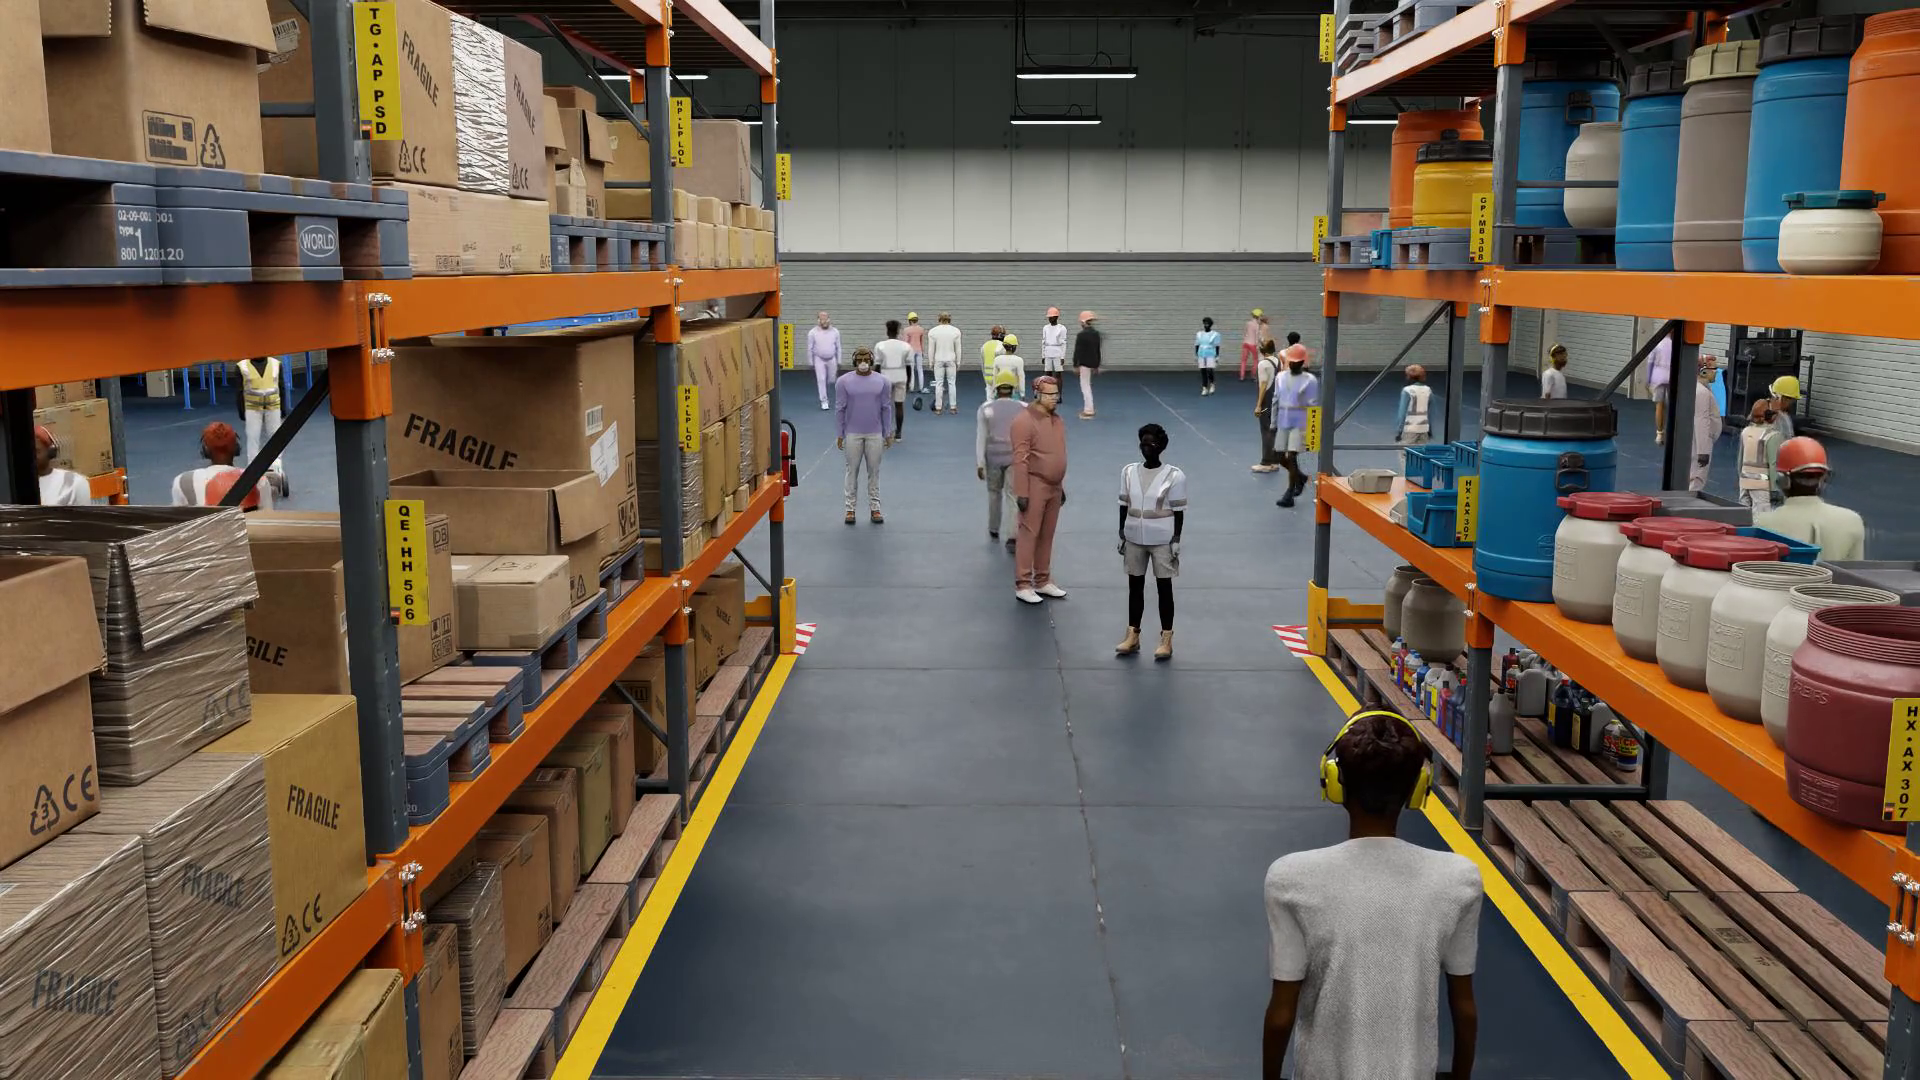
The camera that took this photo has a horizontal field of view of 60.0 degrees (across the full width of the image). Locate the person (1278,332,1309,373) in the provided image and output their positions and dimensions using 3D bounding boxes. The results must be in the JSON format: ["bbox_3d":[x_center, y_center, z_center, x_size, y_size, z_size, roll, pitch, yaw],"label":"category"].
[{"bbox_3d":[5.639,-2.708,28.325,0.553,1.671,0.683,0,9,2],"label":"person"}]

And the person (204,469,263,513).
[{"bbox_3d":[-3.281,0.599,7.809,0.569,1.920,0.605,-1,10,-5],"label":"person"}]

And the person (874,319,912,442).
[{"bbox_3d":[-1.091,-2.557,26.642,0.639,1.947,0.516,-1,10,-9],"label":"person"}]

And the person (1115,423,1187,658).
[{"bbox_3d":[1.378,0.001,12.062,0.536,1.700,0.318,6,11,30],"label":"person"}]

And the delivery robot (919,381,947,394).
[{"bbox_3d":[-0.528,-2.968,32.333,0.335,0.223,0.698,6,12,34],"label":"delivery robot"}]

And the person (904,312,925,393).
[{"bbox_3d":[-1.022,-4.118,36.539,0.531,1.765,0.327,-6,11,-31],"label":"person"}]

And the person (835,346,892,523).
[{"bbox_3d":[-1.061,-1.163,18.316,0.634,1.939,0.367,-2,10,-11],"label":"person"}]

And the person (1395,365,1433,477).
[{"bbox_3d":[5.507,-1.301,20.073,0.629,1.625,0.320,-6,11,-33],"label":"person"}]

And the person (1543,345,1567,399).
[{"bbox_3d":[7.400,-1.480,20.519,0.429,1.846,0.558,8,12,39],"label":"person"}]

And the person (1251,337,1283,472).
[{"bbox_3d":[4.210,-1.854,22.744,0.350,1.843,0.506,9,13,43],"label":"person"}]

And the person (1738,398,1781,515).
[{"bbox_3d":[7.189,-0.456,14.975,0.305,1.639,0.522,-2,10,-9],"label":"person"}]

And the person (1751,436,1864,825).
[{"bbox_3d":[4.214,0.462,8.447,0.646,1.979,0.437,0,9,-2],"label":"person"}]

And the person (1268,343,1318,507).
[{"bbox_3d":[3.955,-1.365,19.601,0.567,1.913,0.599,9,13,42],"label":"person"}]

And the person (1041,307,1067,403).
[{"bbox_3d":[1.896,-3.764,33.898,0.552,1.937,0.356,6,11,31],"label":"person"}]

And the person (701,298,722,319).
[{"bbox_3d":[-6.150,-5.001,41.127,0.945,2.000,0.677,4,10,22],"label":"person"}]

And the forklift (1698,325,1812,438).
[{"bbox_3d":[13.248,-3.165,27.620,1.129,2.768,1.873,0,9,1],"label":"forklift"}]

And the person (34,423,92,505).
[{"bbox_3d":[-5.666,0.212,10.306,0.578,1.871,0.423,1,10,4],"label":"person"}]

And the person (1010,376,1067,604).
[{"bbox_3d":[0.702,-0.434,14.050,0.402,1.904,0.652,7,12,36],"label":"person"}]

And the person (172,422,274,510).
[{"bbox_3d":[-4.579,0.192,10.414,0.630,1.860,0.644,-2,10,-13],"label":"person"}]

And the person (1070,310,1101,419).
[{"bbox_3d":[2.265,-3.209,30.476,0.597,1.975,0.617,7,12,38],"label":"person"}]

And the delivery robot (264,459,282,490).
[{"bbox_3d":[-8.554,-0.863,20.504,0.477,0.478,0.707,-4,10,-21],"label":"delivery robot"}]

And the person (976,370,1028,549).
[{"bbox_3d":[0.465,-0.818,16.729,0.612,1.783,0.947,-1,10,-5],"label":"person"}]

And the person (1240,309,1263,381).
[{"bbox_3d":[7.061,-4.687,40.057,0.603,1.720,0.525,-5,10,-25],"label":"person"}]

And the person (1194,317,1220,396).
[{"bbox_3d":[5.289,-3.944,35.727,0.543,1.679,0.372,6,11,31],"label":"person"}]

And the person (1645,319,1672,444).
[{"bbox_3d":[11.161,-2.536,26.288,0.617,2.028,0.496,3,10,18],"label":"person"}]

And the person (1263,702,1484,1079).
[{"bbox_3d":[0.922,1.290,3.826,0.531,1.870,0.316,0,9,-3],"label":"person"}]

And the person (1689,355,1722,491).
[{"bbox_3d":[7.633,-0.955,17.168,0.409,1.907,0.649,2,10,11],"label":"person"}]

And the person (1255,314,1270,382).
[{"bbox_3d":[7.307,-4.590,39.783,0.490,1.621,0.544,0,9,-1],"label":"person"}]

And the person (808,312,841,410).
[{"bbox_3d":[-2.649,-3.504,32.472,0.660,1.891,0.642,-3,10,-19],"label":"person"}]

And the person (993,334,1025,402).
[{"bbox_3d":[0.756,-2.236,25.263,0.534,1.767,0.313,5,11,30],"label":"person"}]

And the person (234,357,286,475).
[{"bbox_3d":[-9.365,-1.773,22.299,0.628,1.835,0.429,-6,11,-32],"label":"person"}]

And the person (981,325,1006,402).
[{"bbox_3d":[0.620,-2.554,26.943,0.429,1.843,0.627,-9,13,-42],"label":"person"}]

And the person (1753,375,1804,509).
[{"bbox_3d":[7.648,-0.648,15.638,0.596,1.805,0.441,-9,13,-43],"label":"person"}]

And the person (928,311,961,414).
[{"bbox_3d":[-0.287,-3.354,31.444,0.628,1.940,0.373,0,9,-2],"label":"person"}]
